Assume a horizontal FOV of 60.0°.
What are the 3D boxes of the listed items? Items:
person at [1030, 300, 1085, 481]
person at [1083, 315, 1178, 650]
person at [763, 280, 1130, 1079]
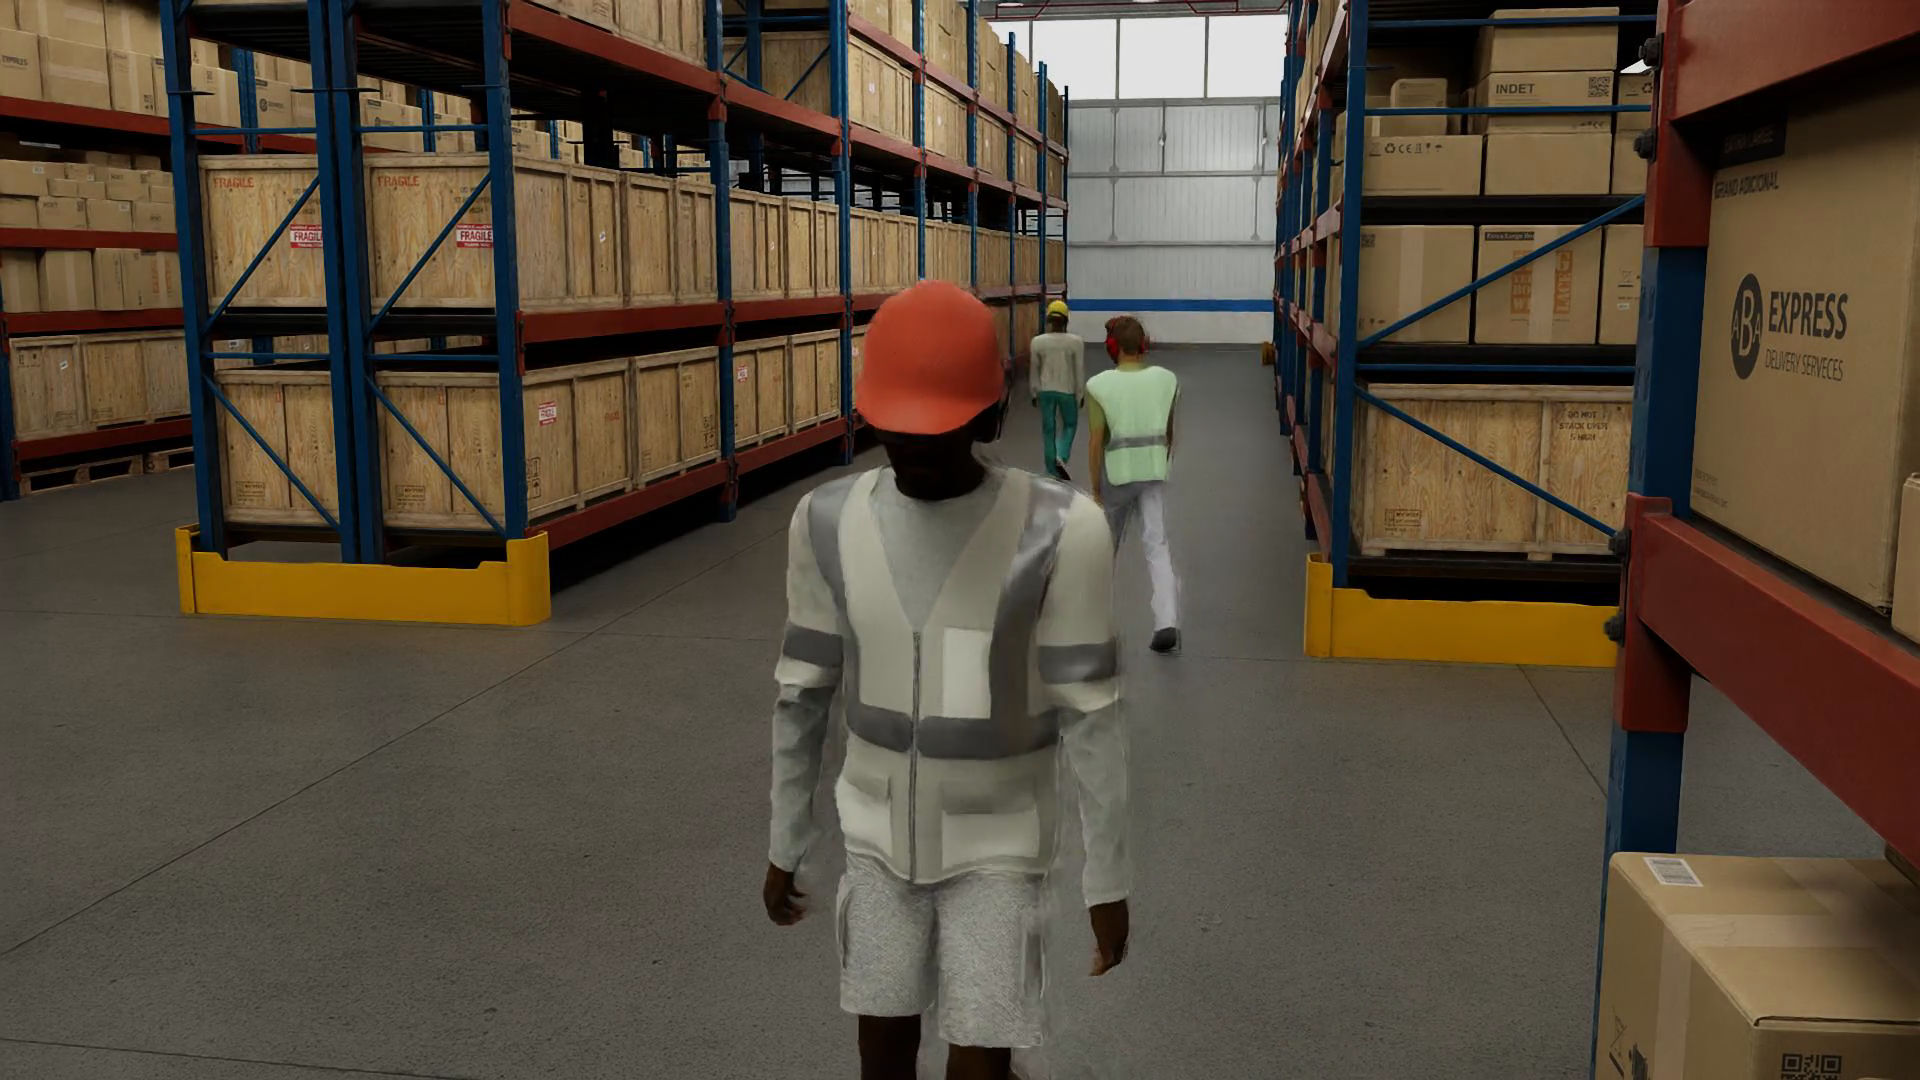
[{"bbox_3d":[0.935,-1.415,15.927,0.548,1.751,0.363,2,9,13],"label":"person"},{"bbox_3d":[0.932,-0.318,9.034,0.558,1.798,1.003,-2,9,-15],"label":"person"},{"bbox_3d":[-0.030,0.546,2.994,0.725,2.006,0.547,4,10,22],"label":"person"}]
